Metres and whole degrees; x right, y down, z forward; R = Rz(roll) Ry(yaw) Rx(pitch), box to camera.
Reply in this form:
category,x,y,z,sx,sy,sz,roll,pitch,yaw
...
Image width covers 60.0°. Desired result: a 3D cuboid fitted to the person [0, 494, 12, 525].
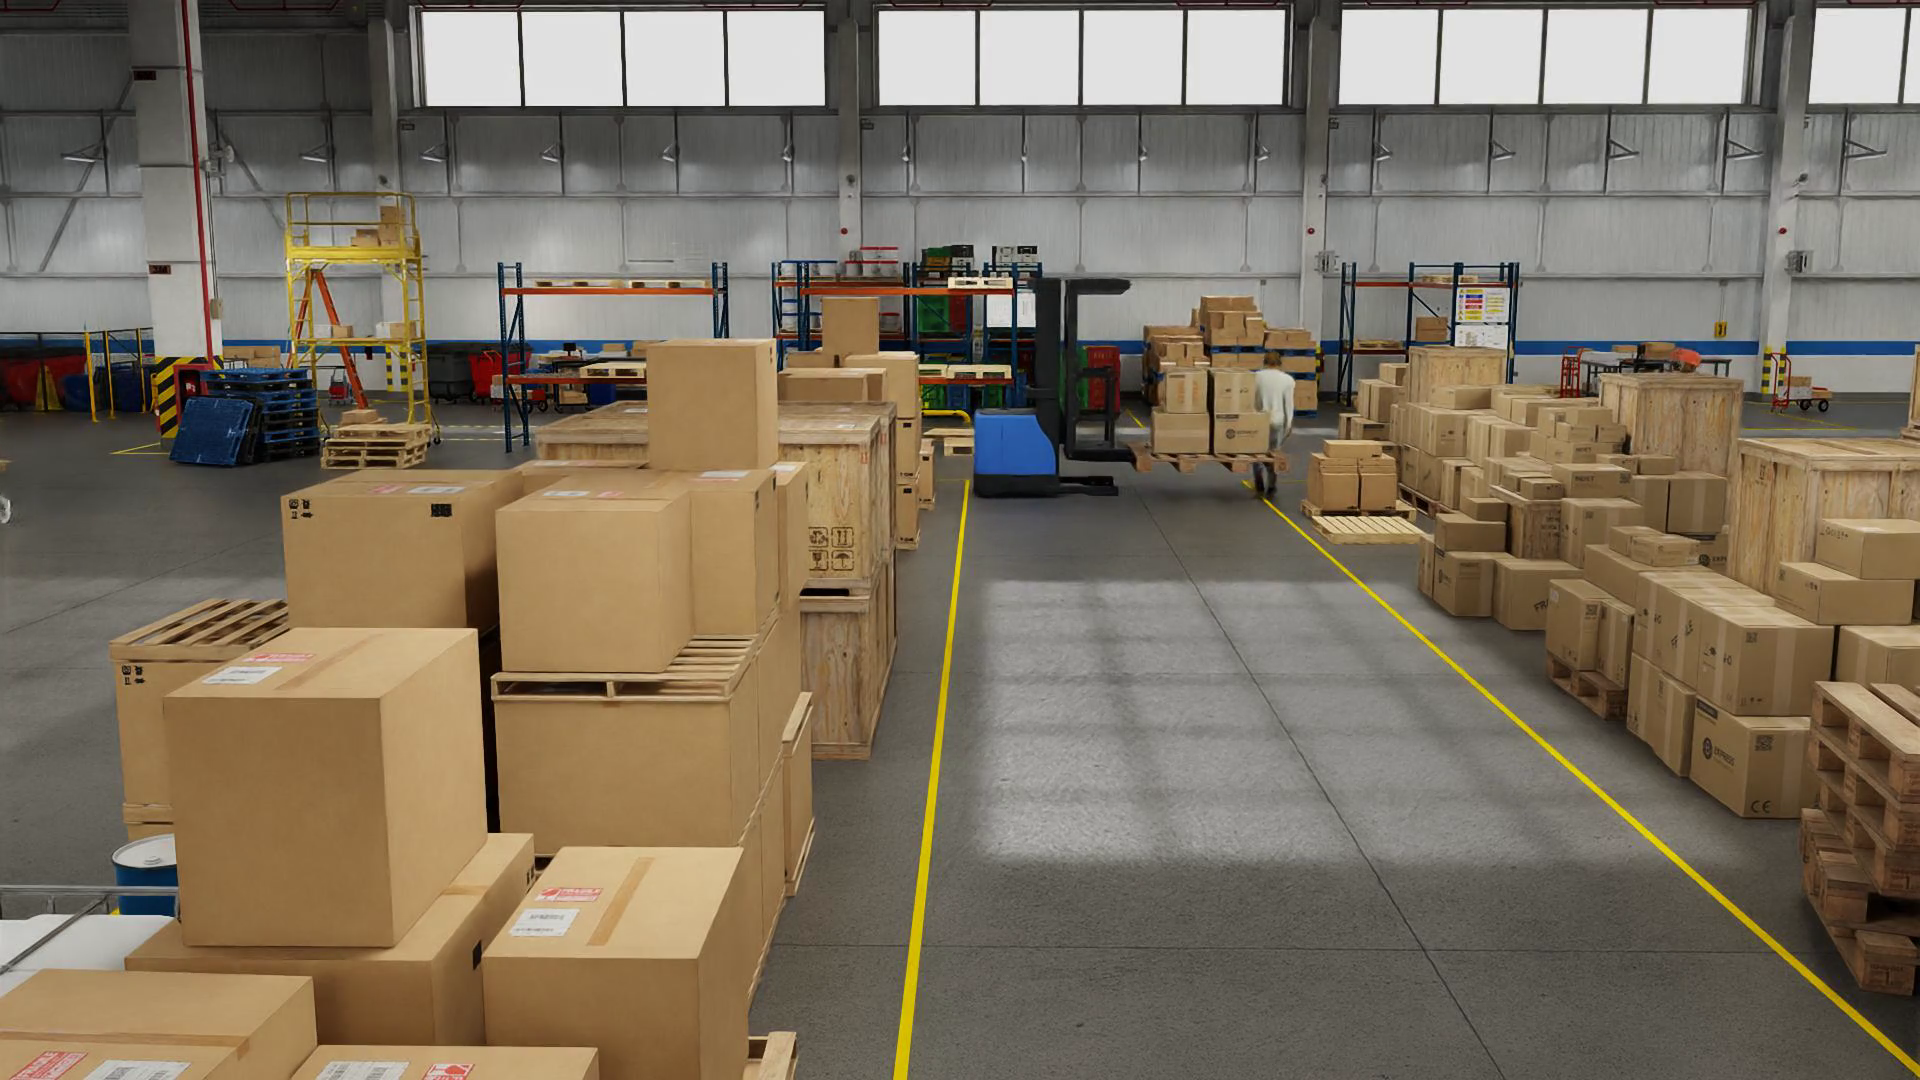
category,x,y,z,sx,sy,sz,roll,pitch,yaw
person,-11.093,-1.025,18.659,0.583,1.912,0.689,3,10,16

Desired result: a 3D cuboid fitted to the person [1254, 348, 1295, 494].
category,x,y,z,sx,sy,sz,roll,pitch,yaw
person,4.037,-1.535,21.700,0.649,1.922,0.557,3,10,17

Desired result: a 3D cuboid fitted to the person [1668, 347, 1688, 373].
category,x,y,z,sx,sy,sz,roll,pitch,yaw
person,9.536,-1.580,21.974,0.562,1.916,0.534,-3,10,-17

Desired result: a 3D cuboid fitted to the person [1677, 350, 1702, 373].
category,x,y,z,sx,sy,sz,roll,pitch,yaw
person,8.953,-1.355,20.531,0.623,1.944,0.939,-2,10,-10

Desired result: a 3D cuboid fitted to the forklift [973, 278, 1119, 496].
category,x,y,z,sx,sy,sz,roll,pitch,yaw
forklift,1.114,-2.013,21.692,1.873,2.768,1.129,0,9,1
